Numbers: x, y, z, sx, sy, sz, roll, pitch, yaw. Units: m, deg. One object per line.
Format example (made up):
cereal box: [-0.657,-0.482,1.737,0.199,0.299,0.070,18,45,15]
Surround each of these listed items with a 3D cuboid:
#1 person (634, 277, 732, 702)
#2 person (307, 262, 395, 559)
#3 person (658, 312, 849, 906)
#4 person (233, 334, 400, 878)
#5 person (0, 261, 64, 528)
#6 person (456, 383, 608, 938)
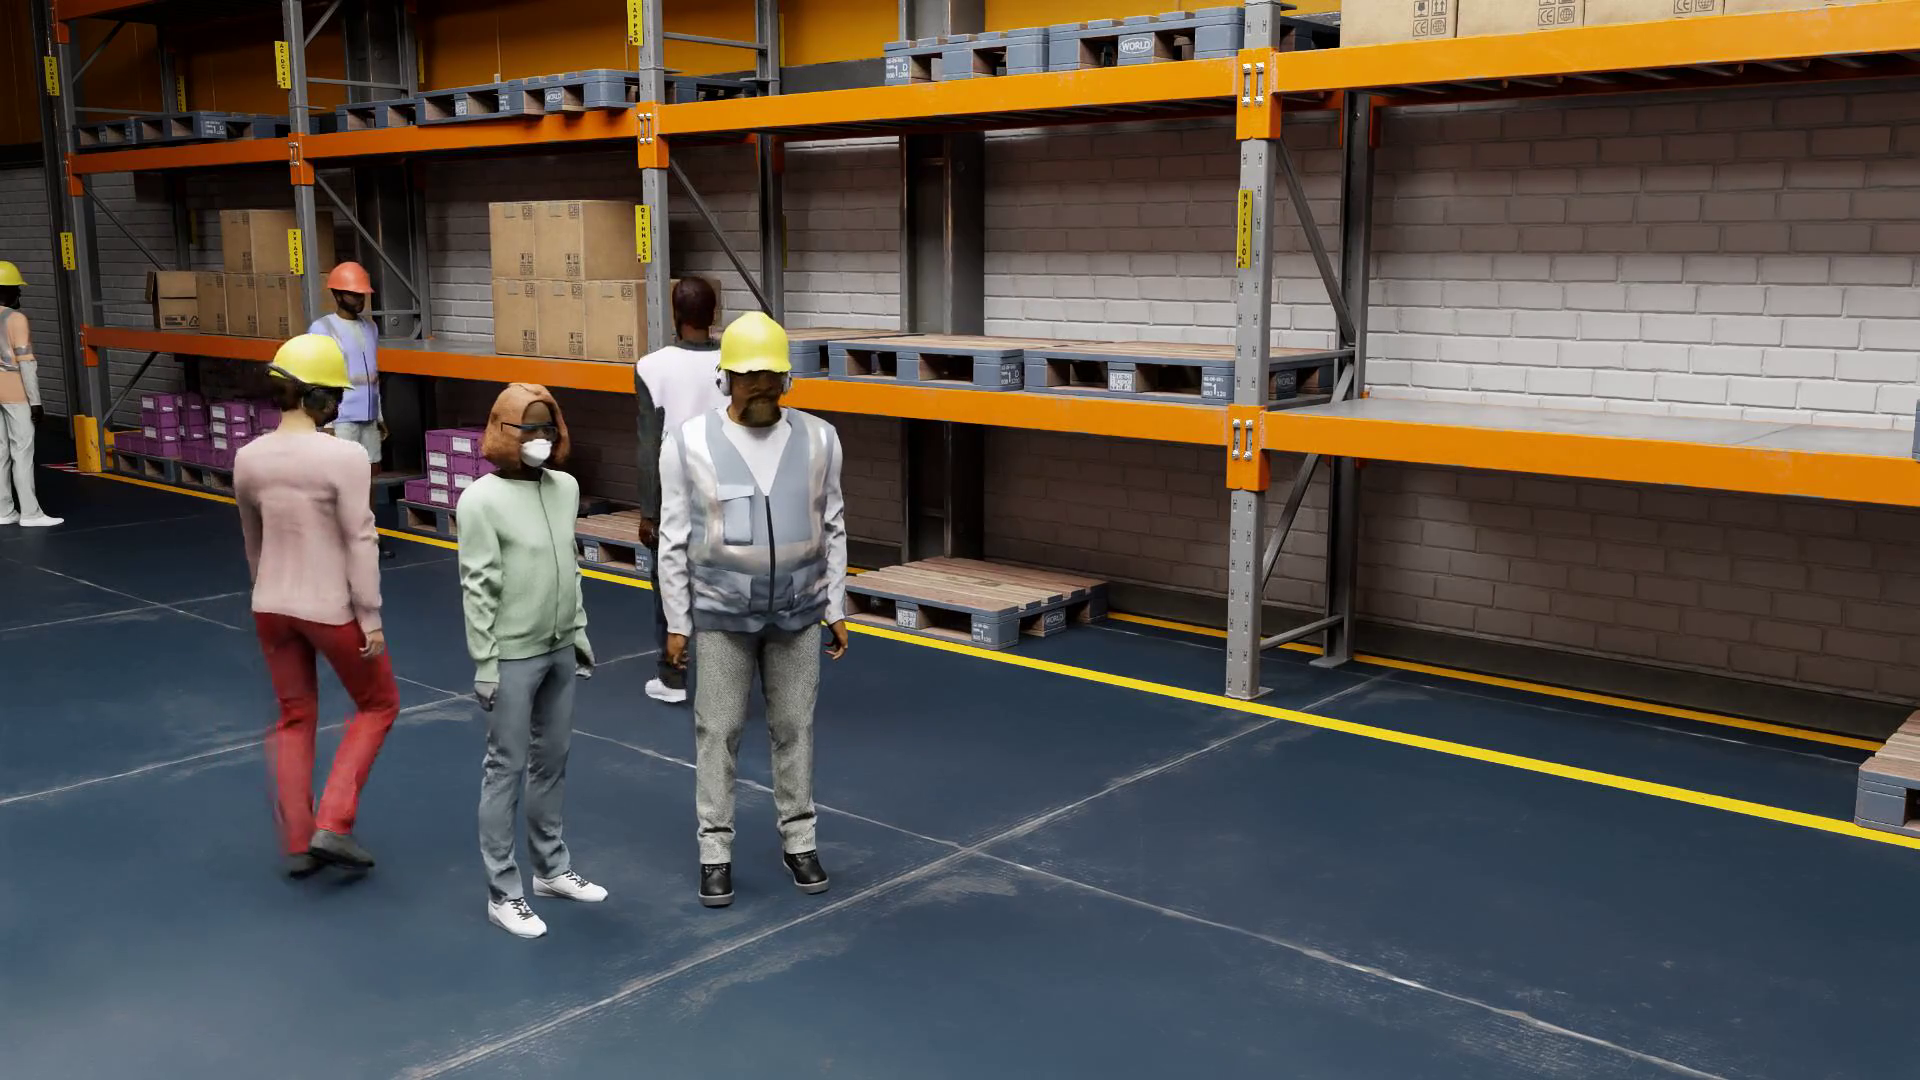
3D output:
person: [-1.163,-0.191,7.276,0.625,1.889,0.775,-6,12,-30]
person: [-3.867,-0.800,10.640,0.378,1.932,0.551,4,11,23]
person: [-0.627,0.214,5.159,0.600,1.829,0.404,-4,11,-19]
person: [-2.043,0.226,5.284,0.541,1.751,0.353,3,10,16]
person: [-6.871,-1.045,12.050,0.585,1.928,0.370,5,11,24]
person: [-1.277,0.345,4.972,0.275,1.633,0.507,5,11,24]
